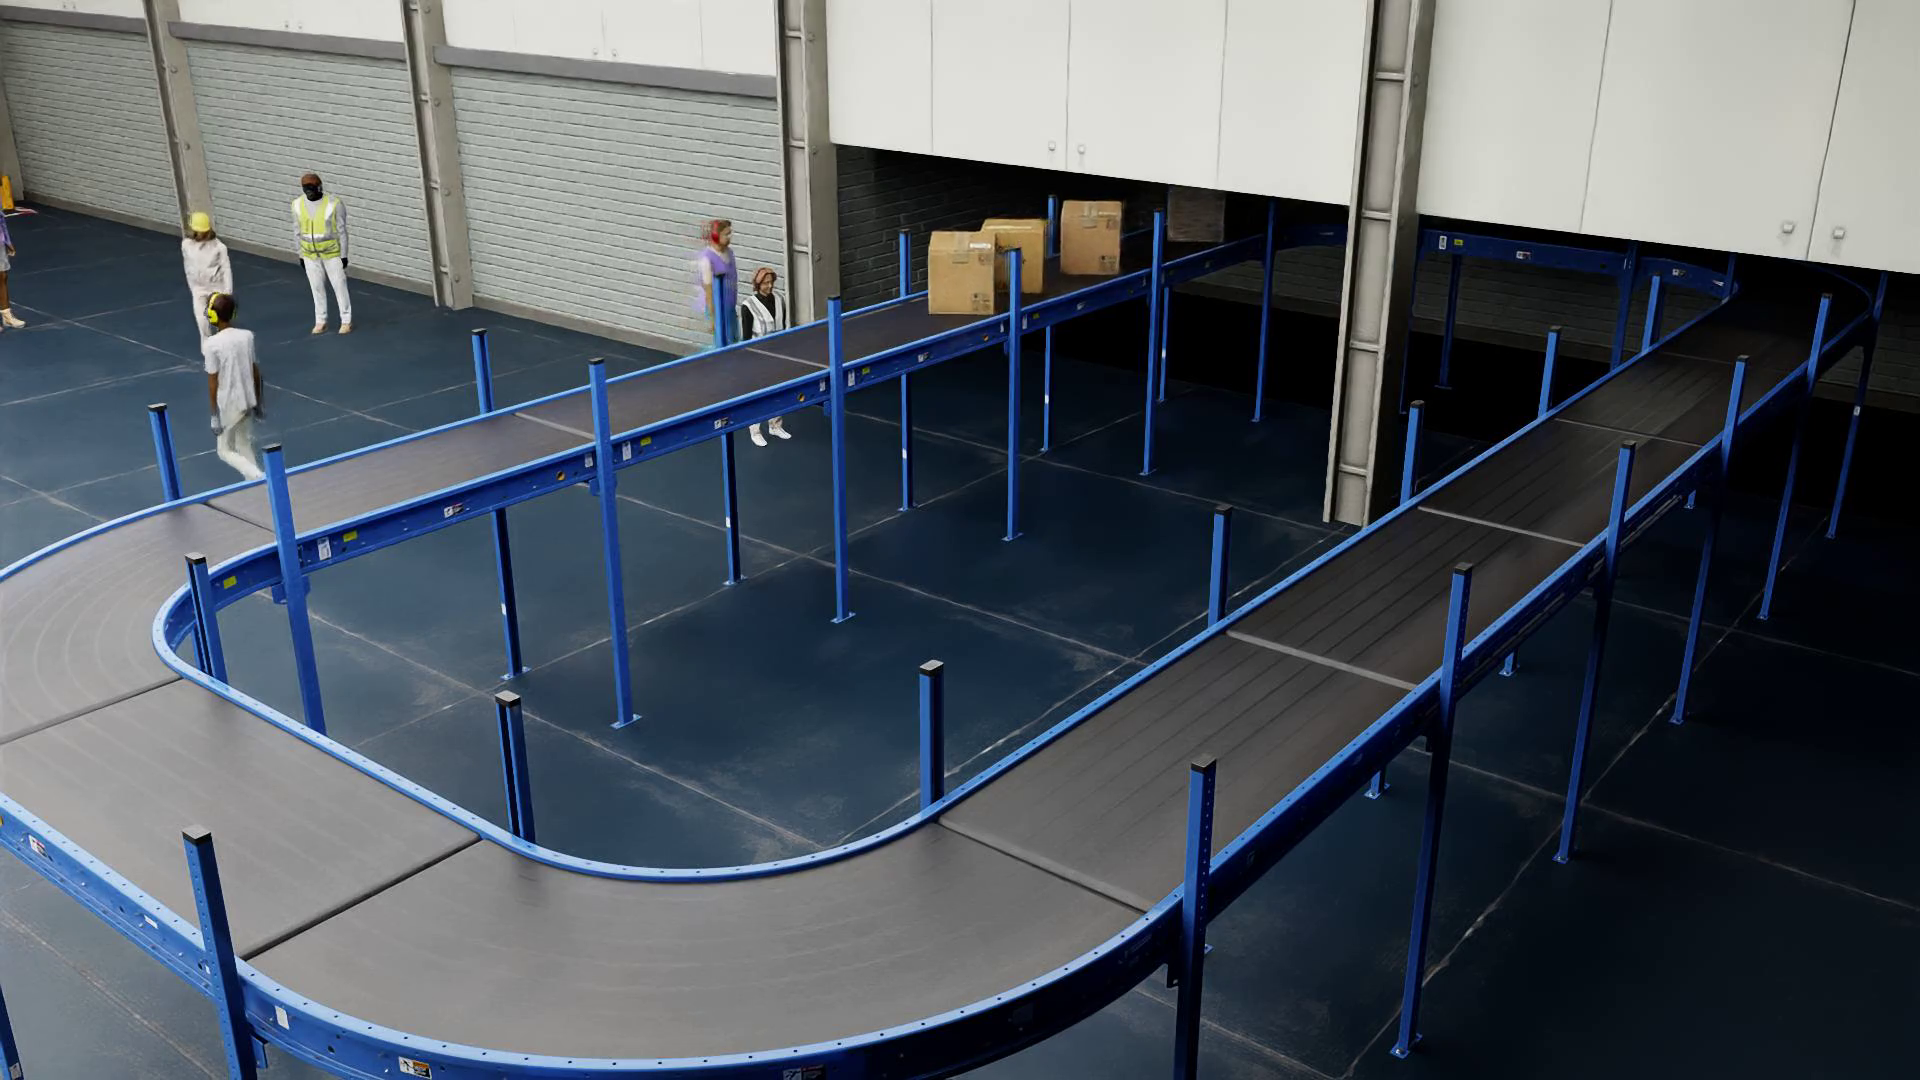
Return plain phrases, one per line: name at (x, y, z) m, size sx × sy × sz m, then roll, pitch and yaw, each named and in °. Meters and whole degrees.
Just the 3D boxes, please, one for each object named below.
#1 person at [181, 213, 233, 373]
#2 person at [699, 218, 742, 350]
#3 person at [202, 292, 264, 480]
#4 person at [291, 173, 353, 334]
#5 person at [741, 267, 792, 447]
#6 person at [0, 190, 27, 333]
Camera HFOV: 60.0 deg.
person at (-7.889, -2.619, 17.522) m, size 0.503 × 1.681 × 0.732 m, roll -2°, pitch 22°, yaw -6°
person at (-2.395, -2.288, 16.509) m, size 0.613 × 1.826 × 0.576 m, roll 7°, pitch 23°, yaw 17°
person at (-5.800, -1.074, 13.392) m, size 0.538 × 1.852 × 0.543 m, roll 8°, pitch 23°, yaw 20°
person at (-7.271, -3.263, 18.982) m, size 0.618 × 1.835 × 0.429 m, roll 1°, pitch 21°, yaw 2°
person at (-1.770, -1.689, 15.238) m, size 0.307 × 1.639 × 0.525 m, roll 18°, pitch 28°, yaw 39°
person at (-11.116, -3.398, 19.039) m, size 0.391 × 2.040 × 0.615 m, roll 9°, pitch 23°, yaw 21°
